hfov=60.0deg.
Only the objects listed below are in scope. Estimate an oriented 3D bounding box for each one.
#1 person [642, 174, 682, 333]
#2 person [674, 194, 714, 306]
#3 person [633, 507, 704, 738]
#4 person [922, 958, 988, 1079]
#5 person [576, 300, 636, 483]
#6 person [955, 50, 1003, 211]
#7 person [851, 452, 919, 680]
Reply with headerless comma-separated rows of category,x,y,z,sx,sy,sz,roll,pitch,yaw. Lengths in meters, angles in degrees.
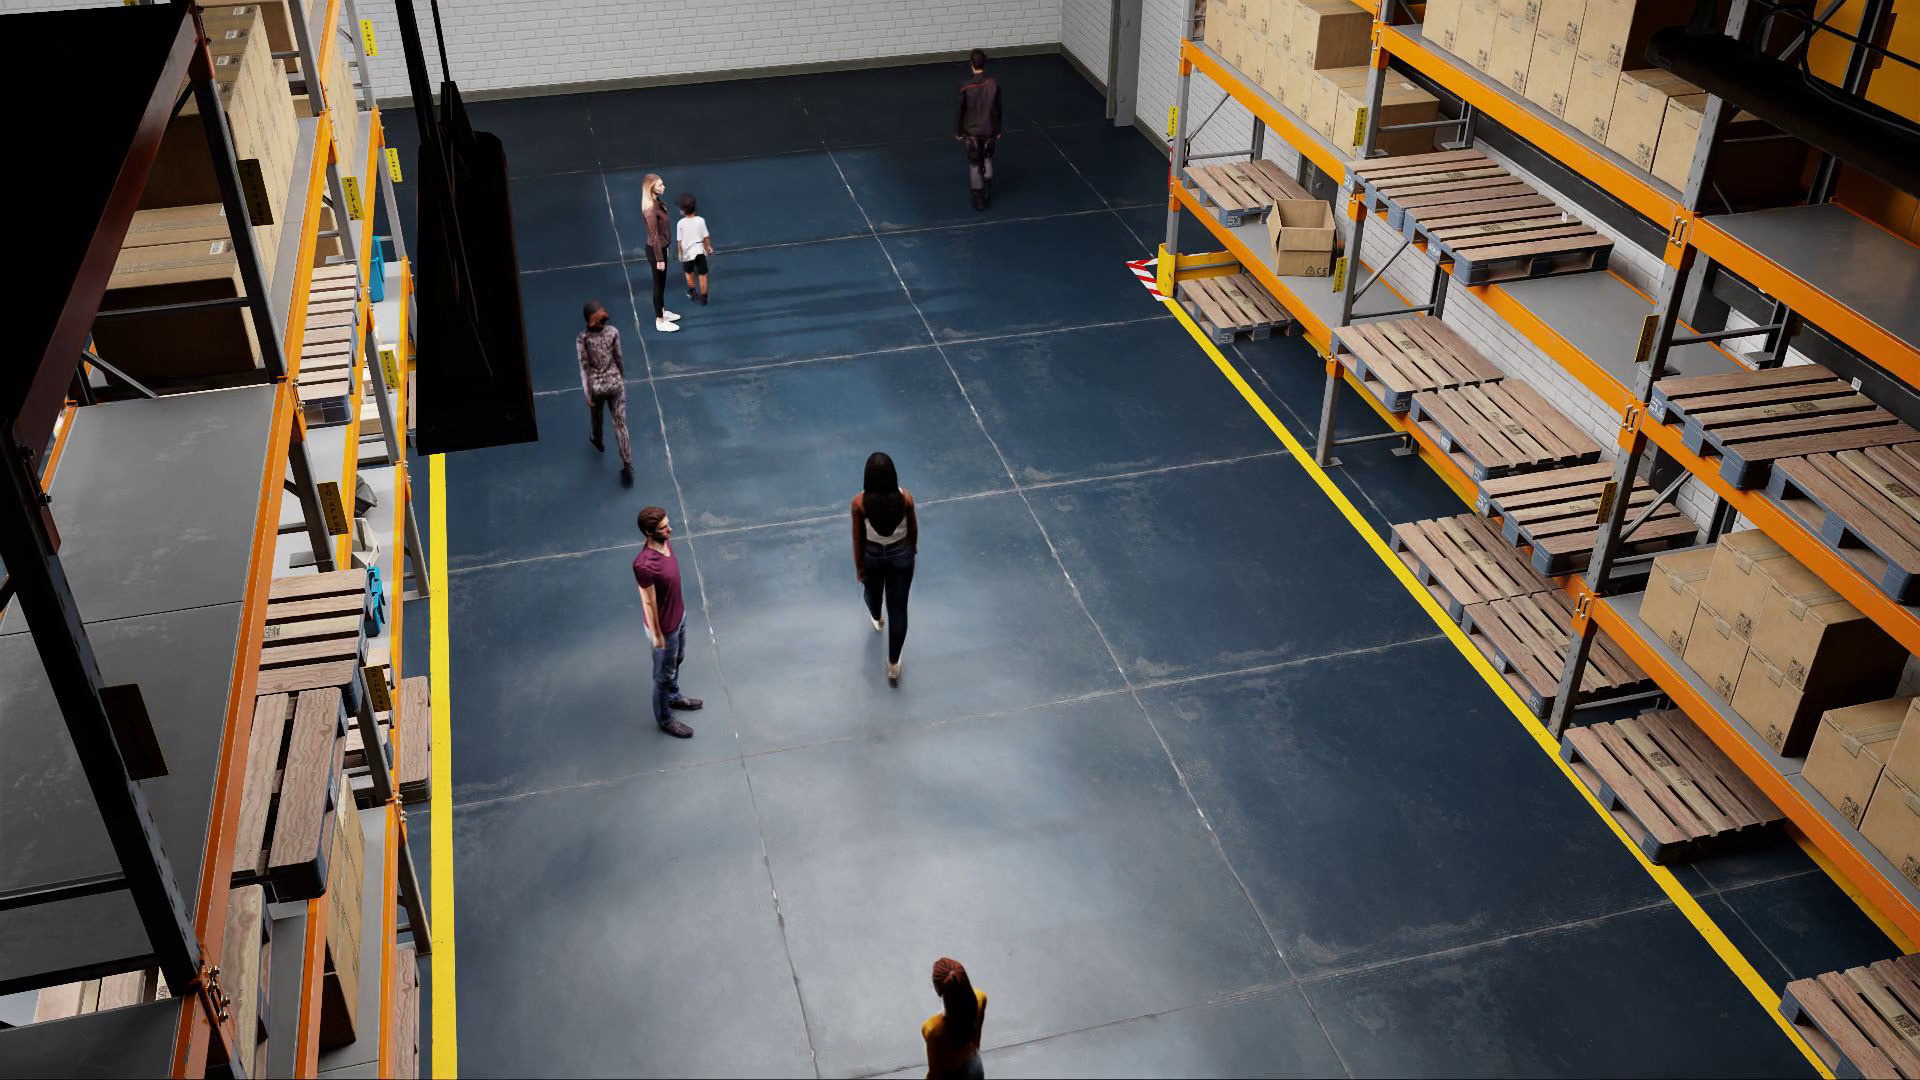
person,-3.179,-3.034,17.469,0.702,1.705,0.509,-2,34,-3
person,-2.881,-3.130,18.025,0.588,1.249,0.614,-10,35,-15
person,-2.127,0.551,11.940,0.786,1.855,0.626,3,34,5
person,-0.020,2.803,8.641,0.722,1.756,0.689,26,42,33
person,-3.144,-1.302,14.903,0.786,1.661,1.207,-17,37,-24
person,0.265,-4.920,20.106,0.719,1.928,0.652,-9,35,-14
person,-0.542,0.222,12.522,0.862,1.760,1.234,0,34,1
